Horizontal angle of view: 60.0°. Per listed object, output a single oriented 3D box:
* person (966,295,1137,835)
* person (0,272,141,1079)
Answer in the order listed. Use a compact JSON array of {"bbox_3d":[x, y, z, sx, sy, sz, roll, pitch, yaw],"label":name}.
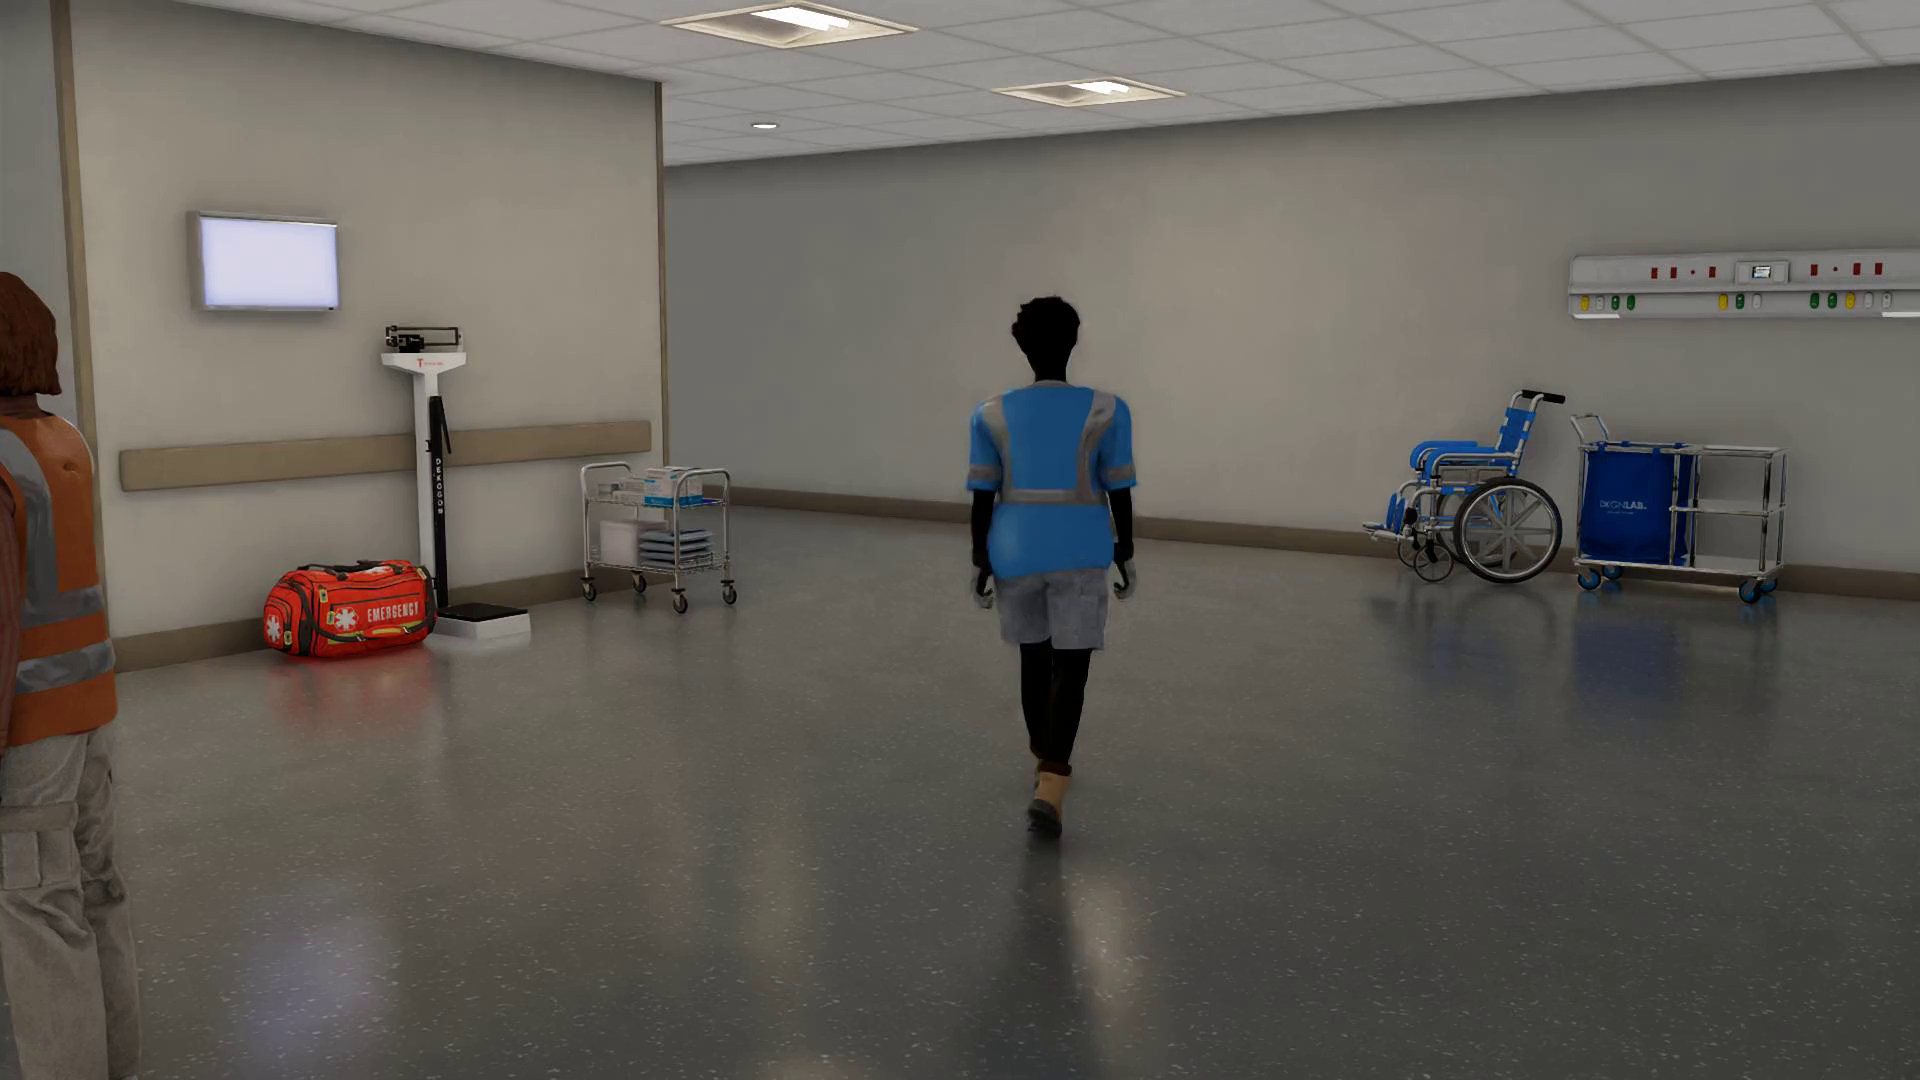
[{"bbox_3d":[0.275,0.061,5.216,0.525,1.660,0.869,2,7,14],"label":"person"},{"bbox_3d":[-1.680,0.343,2.992,0.310,1.638,0.523,-1,7,-11],"label":"person"}]
